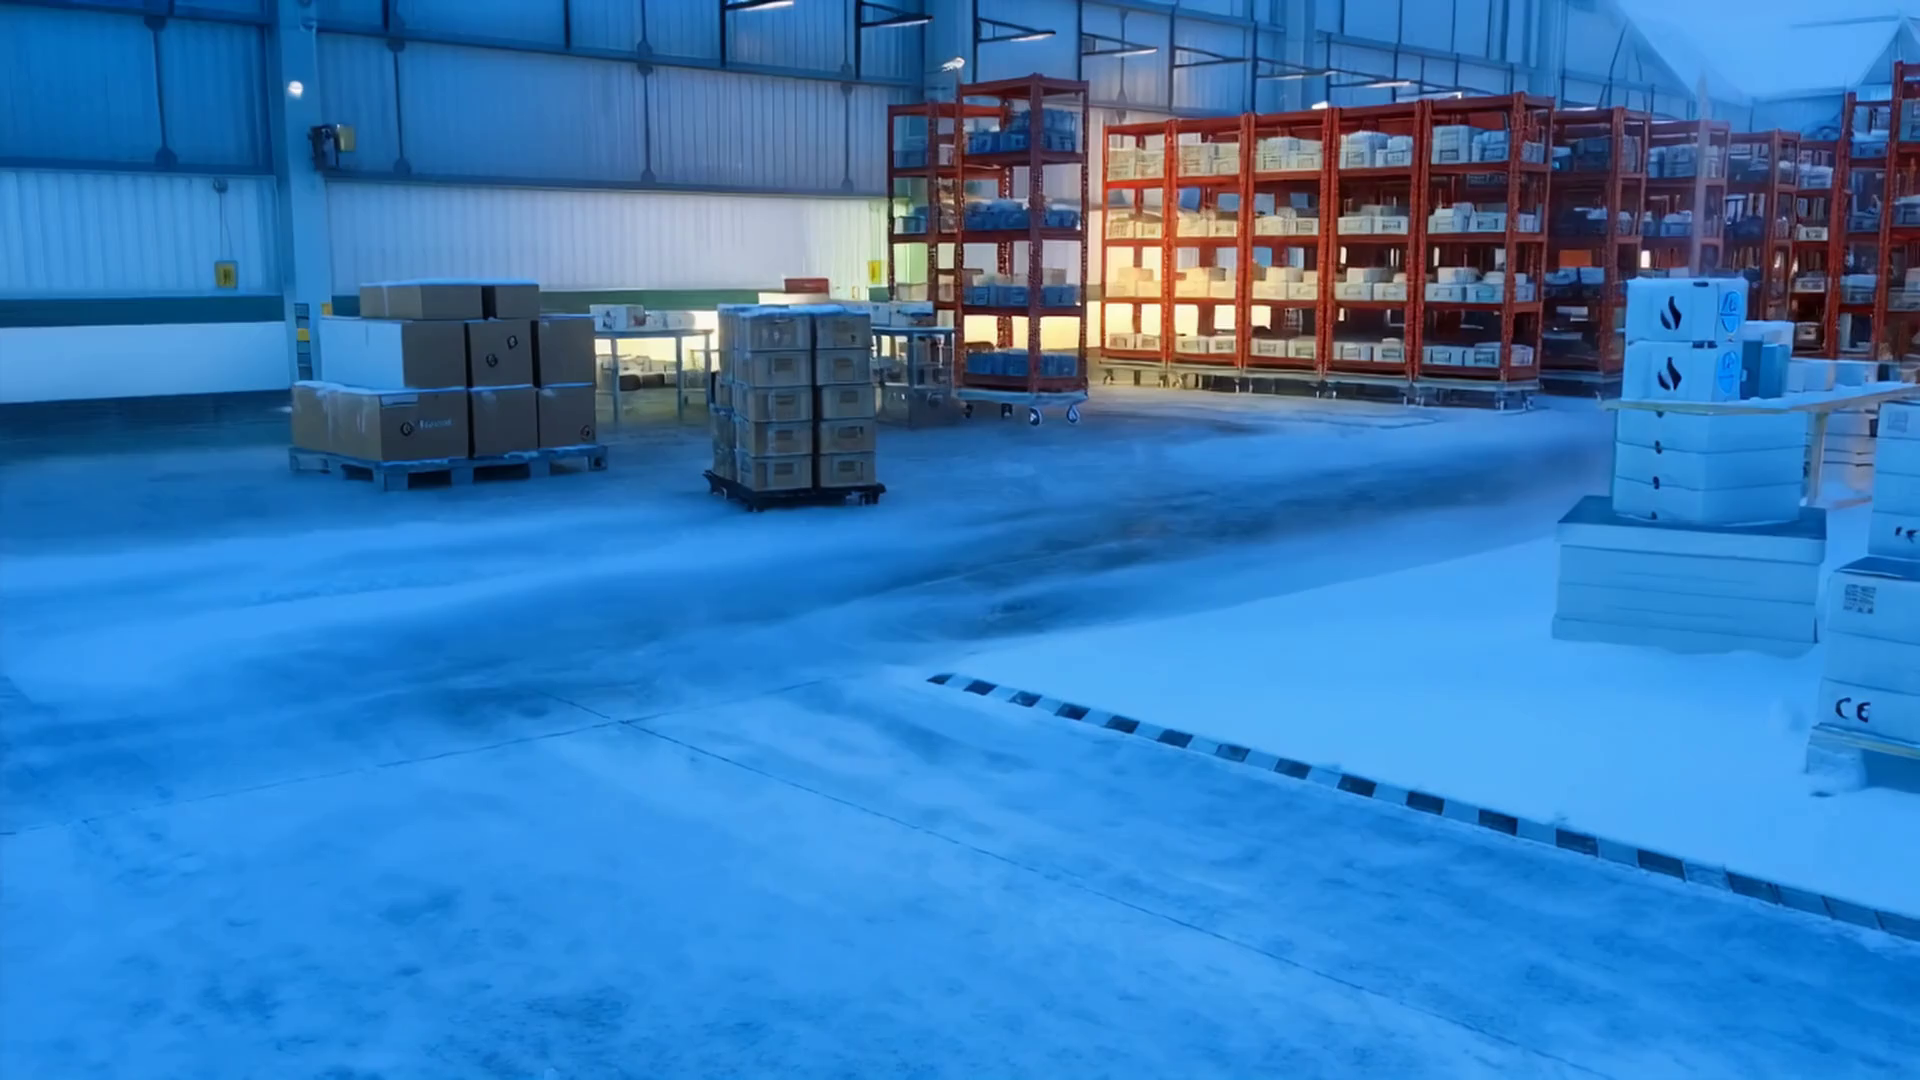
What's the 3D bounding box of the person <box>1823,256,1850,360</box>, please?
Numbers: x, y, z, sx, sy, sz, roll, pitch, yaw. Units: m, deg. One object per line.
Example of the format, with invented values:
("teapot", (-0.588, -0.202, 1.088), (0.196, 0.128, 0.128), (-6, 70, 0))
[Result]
("person", (14.364, -3.732, 27.255), (0.497, 1.818, 0.624), (8, 12, 39))
